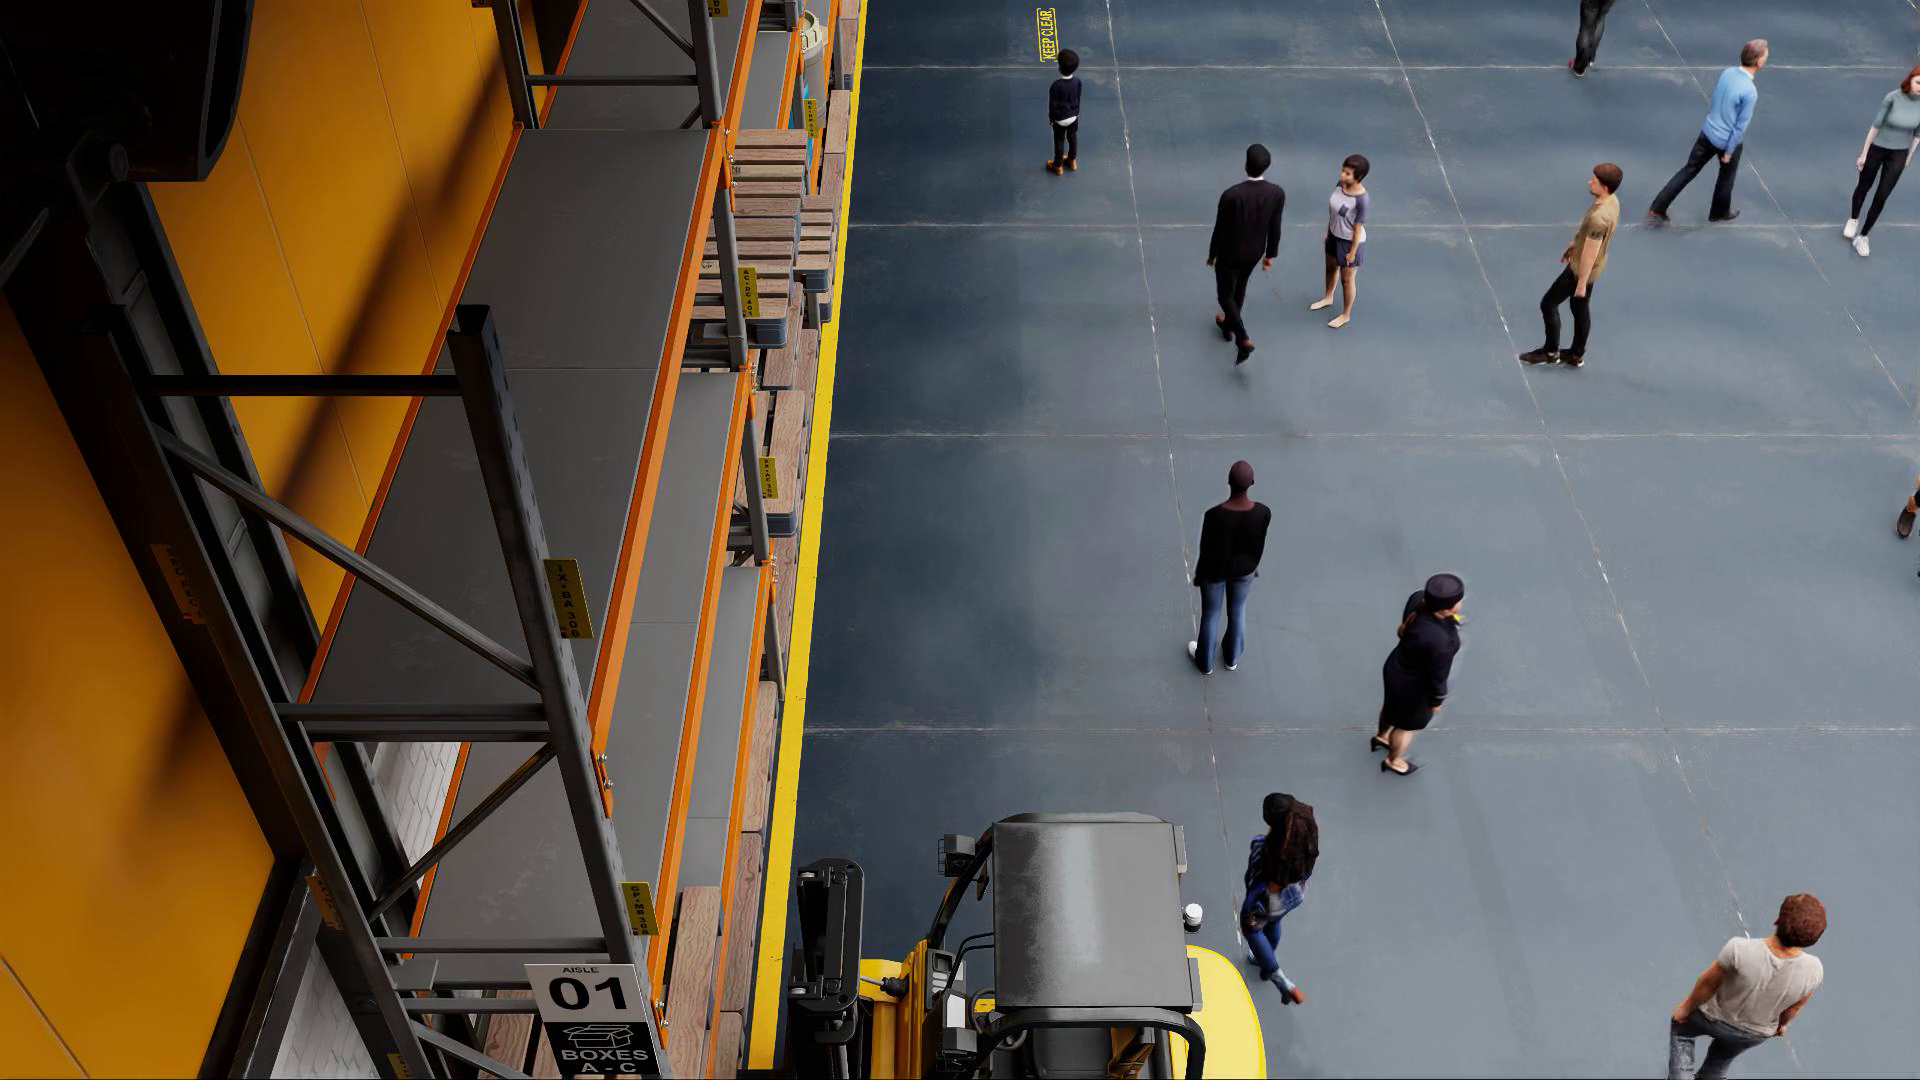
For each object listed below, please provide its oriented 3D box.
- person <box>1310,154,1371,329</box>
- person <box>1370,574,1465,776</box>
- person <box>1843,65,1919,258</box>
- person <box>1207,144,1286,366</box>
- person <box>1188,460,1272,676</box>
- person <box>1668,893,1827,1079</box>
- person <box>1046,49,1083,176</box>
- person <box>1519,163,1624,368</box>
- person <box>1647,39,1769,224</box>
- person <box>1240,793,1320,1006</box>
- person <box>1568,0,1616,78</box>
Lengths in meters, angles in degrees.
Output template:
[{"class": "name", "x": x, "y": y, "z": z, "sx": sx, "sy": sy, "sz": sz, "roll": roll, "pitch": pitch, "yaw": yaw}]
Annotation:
[{"class": "person", "x": 3.183, "y": -2.499, "z": 13.732, "sx": 0.700, "sy": 1.562, "sz": 0.591, "roll": -17, "pitch": 46, "yaw": -17}, {"class": "person", "x": 2.777, "y": 0.830, "z": 10.158, "sx": 0.780, "sy": 1.673, "sz": 0.598, "roll": -5, "pitch": 44, "yaw": -5}, {"class": "person", "x": 8.091, "y": -3.414, "z": 14.578, "sx": 0.762, "sy": 1.720, "sz": 0.906, "roll": 15, "pitch": 46, "yaw": 16}, {"class": "person", "x": 2.262, "y": -2.250, "z": 13.252, "sx": 0.907, "sy": 1.863, "sz": 1.132, "roll": -12, "pitch": 45, "yaw": -12}, {"class": "person", "x": 1.738, "y": 0.190, "z": 10.774, "sx": 0.630, "sy": 1.749, "sz": 0.582, "roll": -7, "pitch": 44, "yaw": -7}, {"class": "person", "x": 3.872, "y": 2.439, "z": 8.314, "sx": 0.790, "sy": 1.886, "sz": 0.851, "roll": 10, "pitch": 44, "yaw": 10}, {"class": "person", "x": 0.996, "y": -4.011, "z": 15.564, "sx": 0.573, "sy": 1.224, "sz": 0.600, "roll": -20, "pitch": 47, "yaw": -20}, {"class": "person", "x": 5.021, "y": -2.122, "z": 13.140, "sx": 0.877, "sy": 1.833, "sz": 0.810, "roll": 21, "pitch": 47, "yaw": 20}, {"class": "person", "x": 6.638, "y": -3.553, "z": 14.679, "sx": 0.956, "sy": 1.781, "sz": 1.185, "roll": -12, "pitch": 45, "yaw": -12}, {"class": "person", "x": 1.750, "y": 1.983, "z": 8.996, "sx": 0.815, "sy": 1.606, "sz": 0.907, "roll": -20, "pitch": 47, "yaw": -20}, {"class": "person", "x": 6.482, "y": -5.508, "z": 16.724, "sx": 0.672, "sy": 1.792, "sz": 0.635, "roll": -3, "pitch": 44, "yaw": -3}]
